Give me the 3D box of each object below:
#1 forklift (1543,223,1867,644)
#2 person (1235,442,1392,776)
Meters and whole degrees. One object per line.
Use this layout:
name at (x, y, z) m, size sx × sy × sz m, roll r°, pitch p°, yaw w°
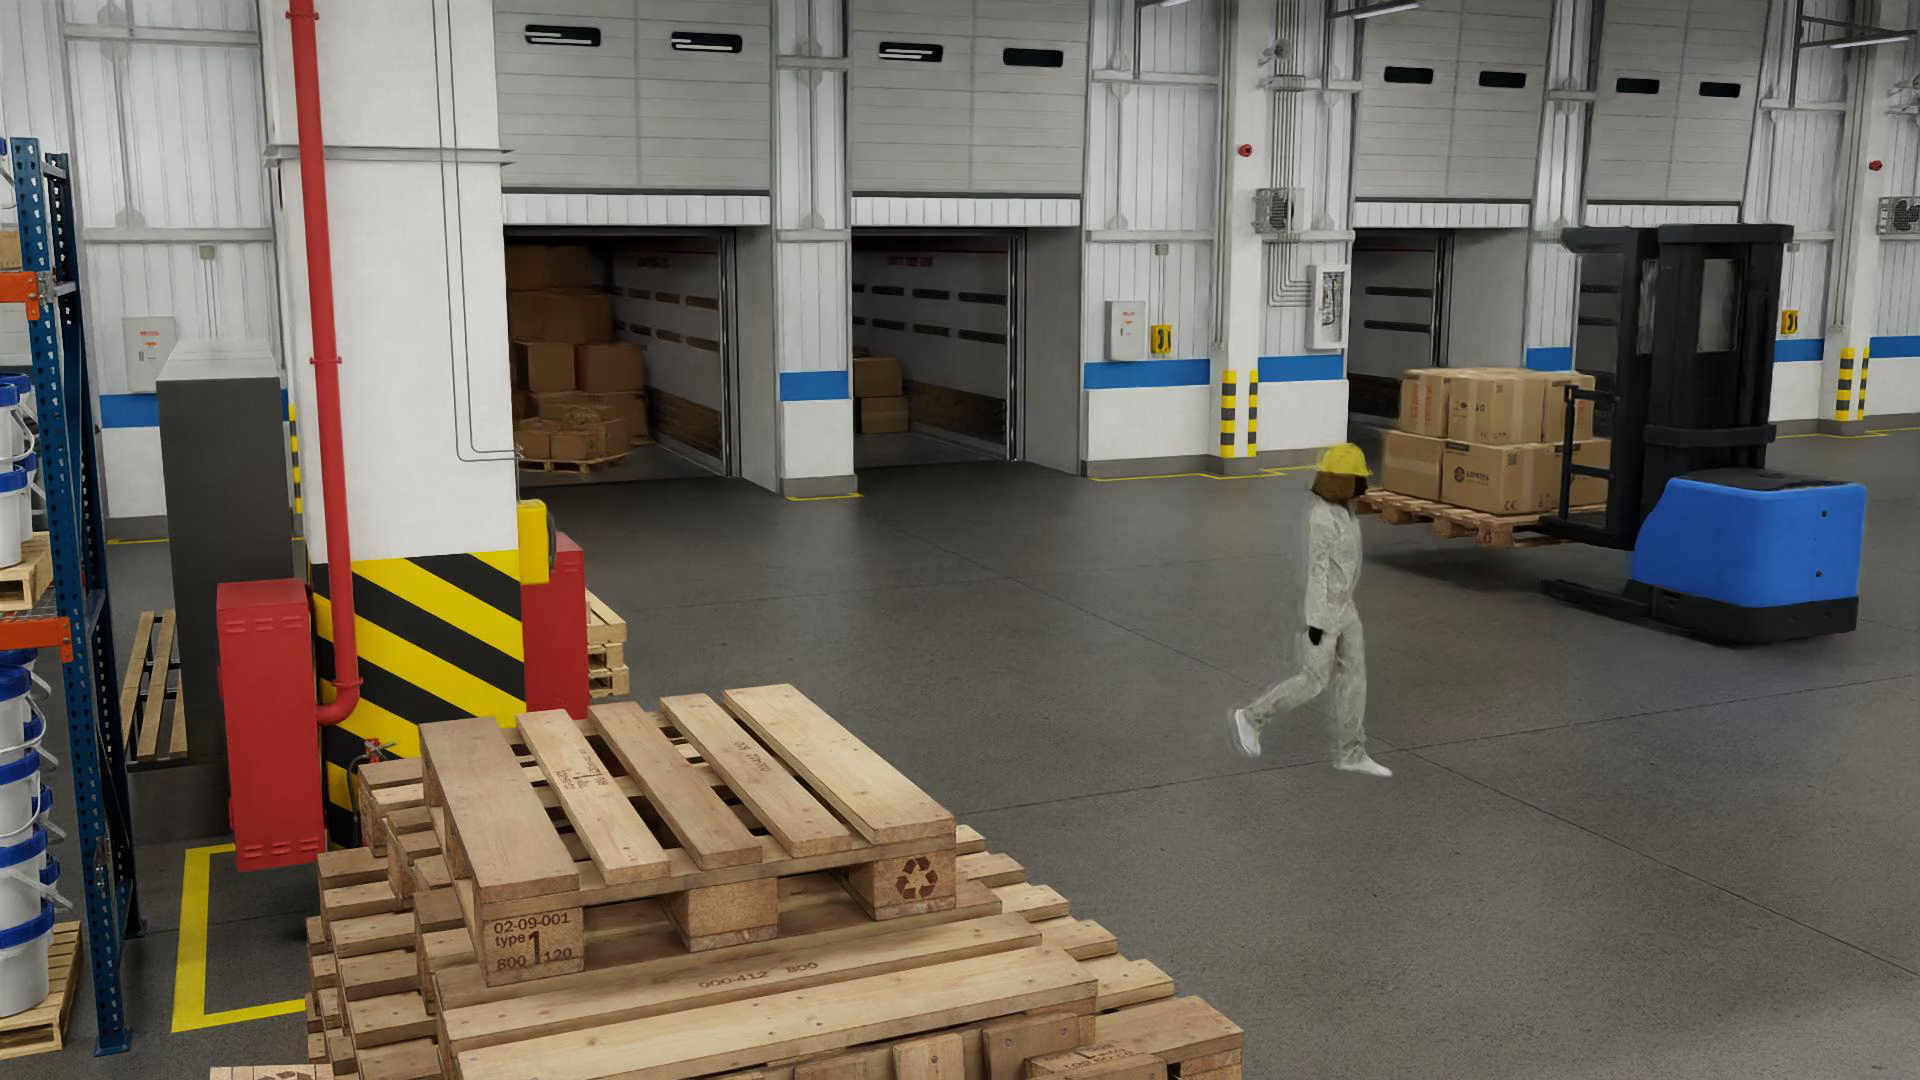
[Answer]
forklift at (5.296, -0.822, 11.716) m, size 1.129 × 2.768 × 1.873 m, roll -4°, pitch 11°, yaw -23°
person at (1.829, 0.347, 8.487) m, size 0.736 × 1.722 × 0.490 m, roll 6°, pitch 12°, yaw 31°
